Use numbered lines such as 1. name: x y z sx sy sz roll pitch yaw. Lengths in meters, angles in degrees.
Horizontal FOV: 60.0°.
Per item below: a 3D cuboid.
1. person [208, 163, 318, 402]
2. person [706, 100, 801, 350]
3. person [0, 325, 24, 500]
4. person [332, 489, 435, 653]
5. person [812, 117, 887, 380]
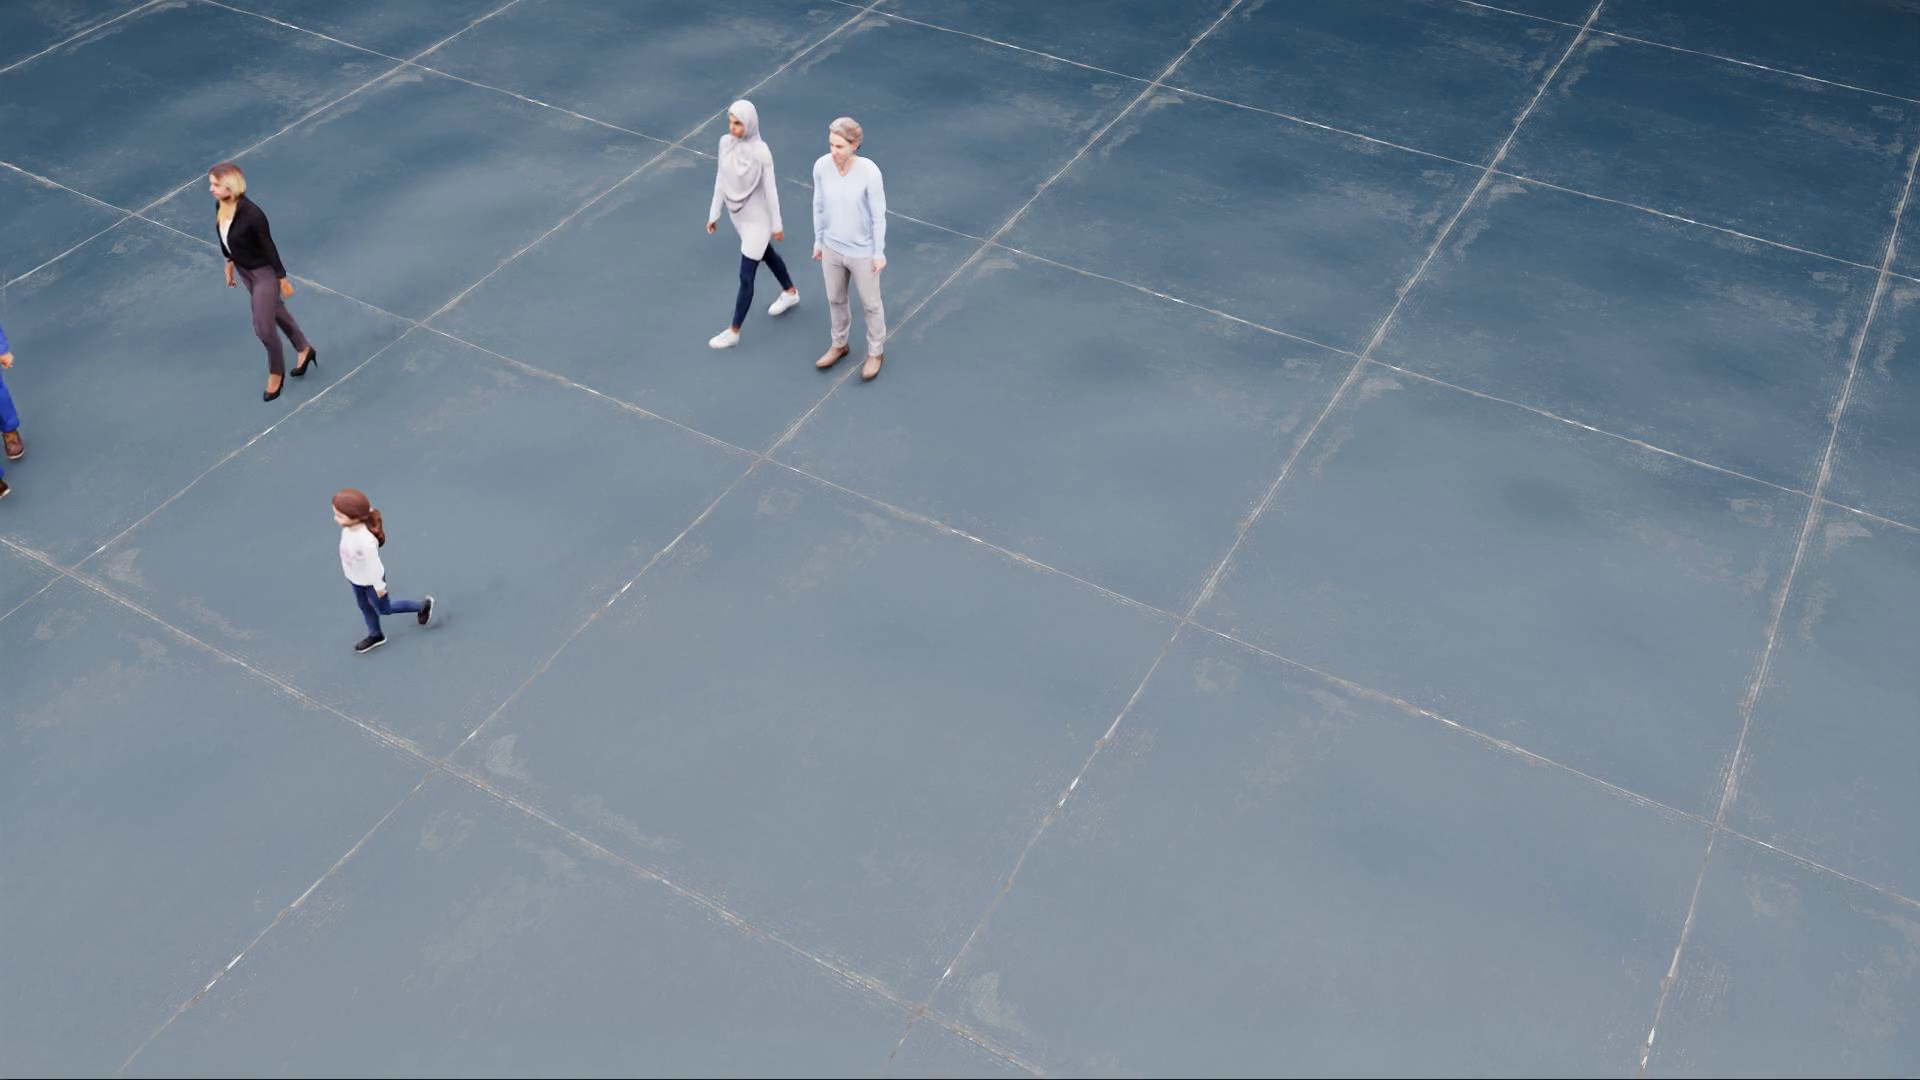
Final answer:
1. person: -4.513 -1.752 10.924 0.654 1.656 0.763 27 49 26
2. person: -1.363 -2.208 11.373 0.816 1.728 1.187 34 52 31
3. person: -6.135 -1.208 10.199 1.194 1.826 1.180 -16 45 -17
4. person: -3.248 0.153 9.240 0.758 1.099 0.585 -29 50 -28
5. person: -0.714 -1.923 10.937 0.691 1.892 0.590 16 45 17
